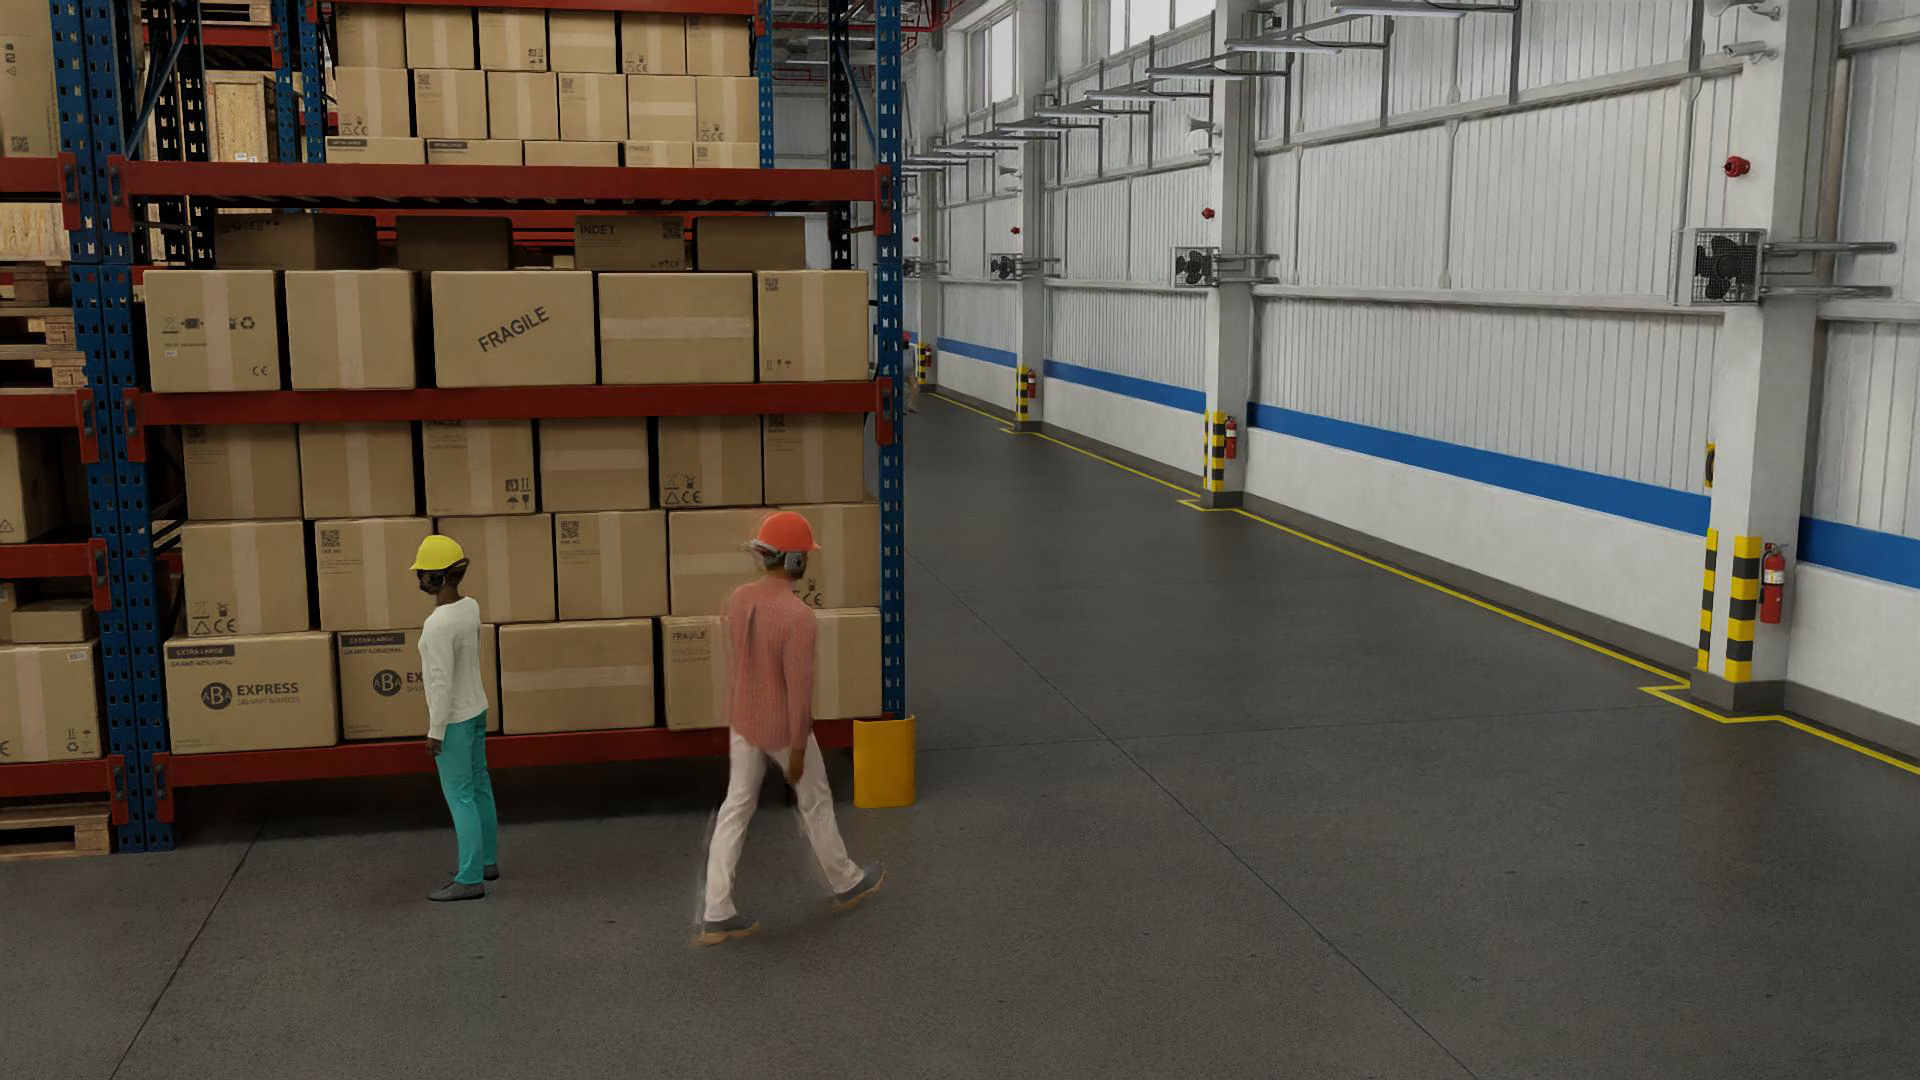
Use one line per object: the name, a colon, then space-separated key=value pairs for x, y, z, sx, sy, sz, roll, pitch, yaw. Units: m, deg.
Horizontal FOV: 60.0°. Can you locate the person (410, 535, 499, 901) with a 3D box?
person: x=-2.450 y=0.851 z=8.003 sx=0.328 sy=1.767 sz=0.530 roll=1 pitch=9 yaw=4

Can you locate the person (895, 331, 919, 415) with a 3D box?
person: x=-1.081 y=-3.411 z=34.062 sx=0.602 sy=1.731 sz=0.571 roll=-7 pitch=12 yaw=-36

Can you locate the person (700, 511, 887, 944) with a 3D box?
person: x=-0.807 y=0.829 z=7.609 sx=0.622 sy=1.941 sz=1.021 roll=9 pitch=13 yaw=42
